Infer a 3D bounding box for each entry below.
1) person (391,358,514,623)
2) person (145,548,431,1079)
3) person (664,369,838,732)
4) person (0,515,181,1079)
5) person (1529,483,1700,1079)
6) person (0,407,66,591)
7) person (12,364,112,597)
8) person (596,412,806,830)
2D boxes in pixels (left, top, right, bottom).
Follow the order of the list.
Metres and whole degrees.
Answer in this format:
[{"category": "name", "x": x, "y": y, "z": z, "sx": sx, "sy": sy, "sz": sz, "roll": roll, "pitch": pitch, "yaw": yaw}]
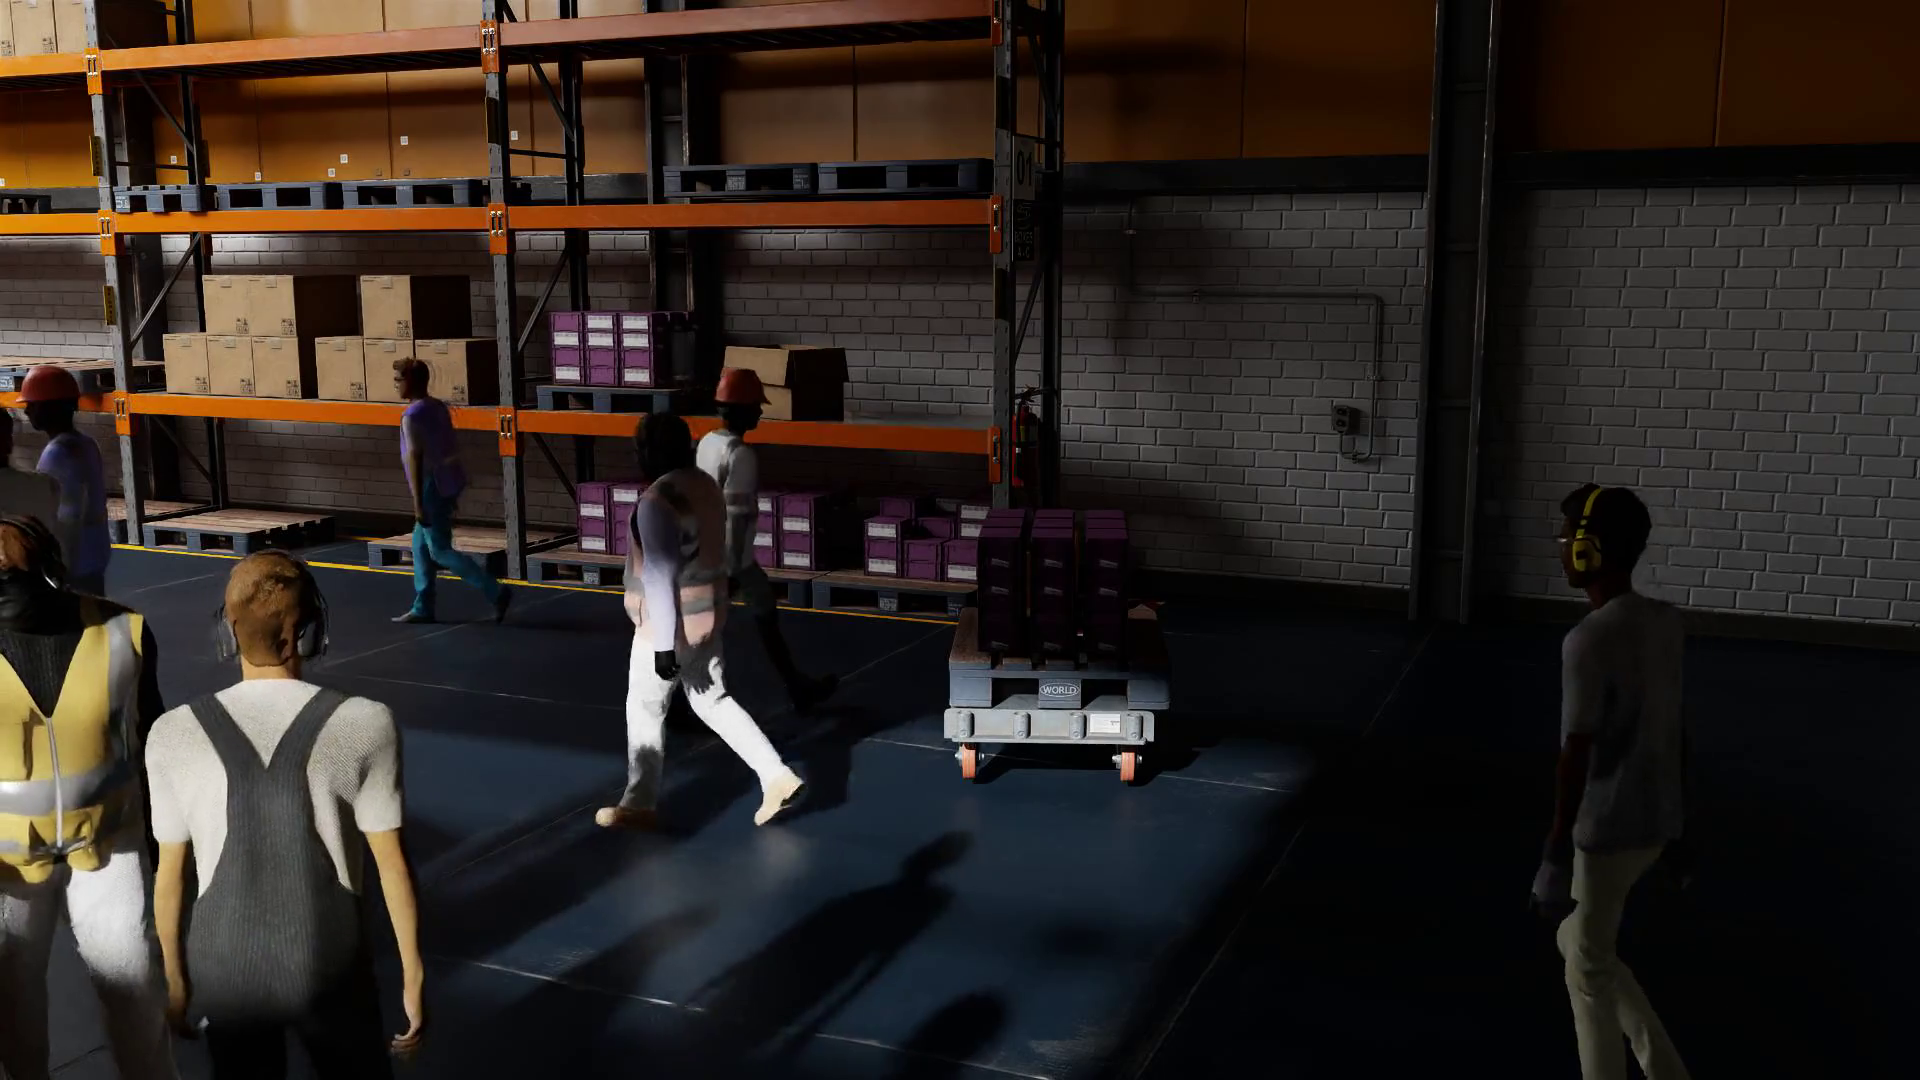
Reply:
[{"category": "person", "x": -3.393, "y": -0.302, "z": 10.997, "sx": 0.816, "sy": 1.814, "sz": 0.569, "roll": 0, "pitch": 9, "yaw": 3}, {"category": "person", "x": -1.421, "y": 0.930, "z": 3.539, "sx": 0.553, "sy": 1.827, "sz": 0.383, "roll": -2, "pitch": 10, "yaw": -14}, {"category": "person", "x": -1.154, "y": 0.045, "z": 8.718, "sx": 1.037, "sy": 1.871, "sz": 0.550, "roll": -7, "pitch": 12, "yaw": -38}, {"category": "person", "x": -2.395, "y": 0.815, "z": 4.396, "sx": 0.627, "sy": 1.779, "sz": 0.962, "roll": -7, "pitch": 12, "yaw": -35}, {"category": "person", "x": 1.697, "y": 0.782, "z": 4.356, "sx": 0.543, "sy": 1.850, "sz": 0.392, "roll": -9, "pitch": 13, "yaw": -44}, {"category": "person", "x": -4.054, "y": 0.344, "z": 7.017, "sx": 0.987, "sy": 1.834, "sz": 0.594, "roll": 3, "pitch": 10, "yaw": 20}, {"category": "person", "x": -4.369, "y": 0.107, "z": 8.146, "sx": 0.370, "sy": 1.936, "sz": 0.551, "roll": -2, "pitch": 10, "yaw": -14}, {"category": "person", "x": -1.108, "y": 0.360, "z": 7.035, "sx": 0.867, "sy": 1.814, "sz": 0.637, "roll": 3, "pitch": 10, "yaw": 16}]
